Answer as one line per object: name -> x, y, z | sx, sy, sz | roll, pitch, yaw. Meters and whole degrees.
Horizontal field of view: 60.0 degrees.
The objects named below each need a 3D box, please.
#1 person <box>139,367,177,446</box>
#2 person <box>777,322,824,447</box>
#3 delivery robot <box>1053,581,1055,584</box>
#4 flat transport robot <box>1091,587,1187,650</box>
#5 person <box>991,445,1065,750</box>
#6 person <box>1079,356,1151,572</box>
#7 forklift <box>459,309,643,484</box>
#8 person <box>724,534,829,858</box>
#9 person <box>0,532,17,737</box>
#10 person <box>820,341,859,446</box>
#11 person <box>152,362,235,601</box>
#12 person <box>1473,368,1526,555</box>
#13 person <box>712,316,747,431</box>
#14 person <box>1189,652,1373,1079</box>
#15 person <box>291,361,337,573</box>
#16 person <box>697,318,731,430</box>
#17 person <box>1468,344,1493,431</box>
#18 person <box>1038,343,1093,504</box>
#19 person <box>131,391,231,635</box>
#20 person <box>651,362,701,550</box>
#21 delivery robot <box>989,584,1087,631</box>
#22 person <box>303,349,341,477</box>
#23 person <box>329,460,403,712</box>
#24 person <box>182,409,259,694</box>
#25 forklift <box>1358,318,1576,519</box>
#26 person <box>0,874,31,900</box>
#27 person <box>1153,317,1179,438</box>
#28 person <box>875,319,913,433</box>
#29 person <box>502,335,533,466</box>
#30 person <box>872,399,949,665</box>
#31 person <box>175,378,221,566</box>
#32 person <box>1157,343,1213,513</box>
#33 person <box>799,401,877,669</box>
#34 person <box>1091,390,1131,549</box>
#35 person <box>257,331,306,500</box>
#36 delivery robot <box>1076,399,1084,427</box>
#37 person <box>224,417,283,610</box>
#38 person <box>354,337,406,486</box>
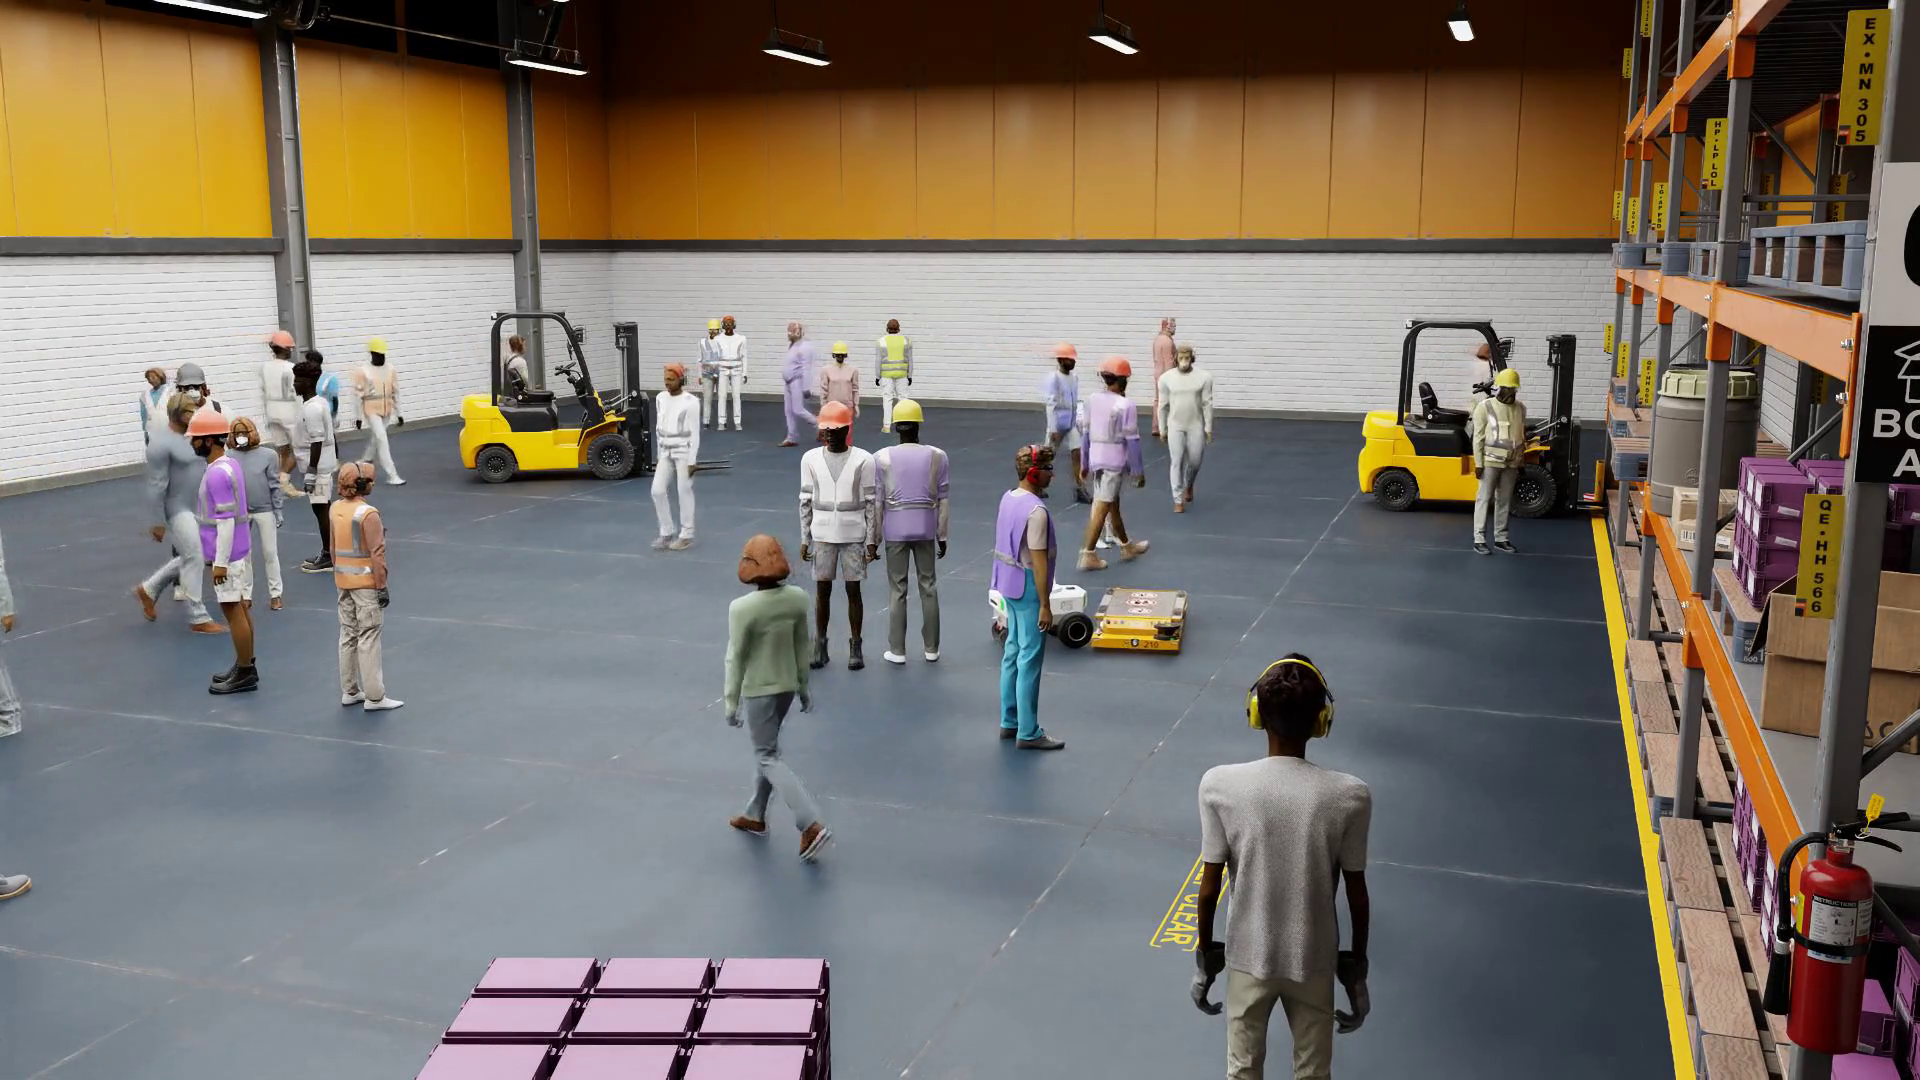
person -> -9.333, -1.237, 19.551 | 0.530, 1.622, 0.580 | 0, 10, 2
person -> -2.405, -2.338, 25.021 | 0.664, 1.888, 0.650 | -5, 11, -28
delivery robot -> 0.576, 0.363, 13.297 | 0.477, 0.478, 0.707 | 0, 10, 0
flat transport robot -> 1.424, 0.599, 13.030 | 0.652, 0.197, 1.431 | 2, 10, 10
person -> 0.395, 0.341, 10.044 | 0.375, 1.843, 0.575 | -3, 11, -19
person -> 1.500, -0.720, 15.600 | 1.021, 1.990, 0.631 | -8, 13, -38
forklift -> -5.354, -1.902, 21.697 | 2.313, 2.155, 1.214 | -2, 10, -13
person -> -0.923, 0.769, 8.319 | 0.765, 1.608, 0.505 | 9, 13, 40
person -> -5.985, 0.436, 9.894 | 0.503, 1.711, 0.815 | 4, 11, 19
person -> -1.598, -1.771, 22.173 | 0.533, 1.765, 0.330 | -2, 10, -12
person -> -6.522, -0.504, 14.259 | 0.674, 2.000, 0.535 | -6, 11, -28
person -> 5.318, -0.773, 16.361 | 0.586, 1.833, 0.404 | -3, 11, -19
person -> -3.762, -2.725, 27.212 | 0.574, 1.882, 0.358 | -2, 10, -9
person -> 0.939, 1.251, 4.874 | 0.528, 1.866, 0.323 | 2, 10, 10
person -> -5.999, -0.683, 15.475 | 0.367, 1.967, 0.602 | -2, 10, -14
person -> -4.016, -2.712, 27.275 | 0.587, 1.835, 0.404 | -1, 10, -4
person -> 7.645, -2.055, 24.216 | 0.704, 1.599, 0.522 | -2, 10, -14
person -> 1.186, -1.391, 19.679 | 0.554, 1.898, 0.995 | -10, 14, -44
person -> -6.142, -0.212, 12.986 | 0.805, 1.910, 0.648 | 1, 10, 5
person -> -2.853, -0.813, 16.455 | 0.616, 1.872, 0.547 | 7, 12, 34
delivery robot -> 0.588, 0.483, 12.622 | 0.707, 0.478, 0.477 | -3, 11, -15
person -> -8.446, -1.684, 21.970 | 0.559, 1.697, 0.490 | 0, 10, 1
person -> -3.907, 0.301, 10.854 | 0.524, 1.639, 0.308 | 8, 13, 37
person -> -5.011, 0.078, 11.271 | 0.376, 1.935, 0.550 | -3, 11, -17
forklift -> 5.787, -1.437, 19.079 | 2.313, 2.155, 1.214 | 3, 11, 19
person -> -4.662, 0.695, 7.633 | 0.612, 1.995, 0.376 | 5, 11, 25
person -> 3.263, -2.561, 26.221 | 0.403, 1.906, 0.651 | -2, 10, -9
person -> -1.073, -2.650, 26.907 | 0.629, 1.842, 0.429 | -2, 10, -13
person -> -5.996, -1.912, 22.862 | 0.974, 1.792, 0.517 | -7, 12, -34
person -> -0.374, -0.053, 12.049 | 0.589, 1.924, 0.383 | -2, 10, -12
person -> -7.103, -0.644, 15.426 | 0.410, 1.909, 0.642 | 5, 11, 25
person -> 2.561, -1.289, 18.995 | 0.639, 1.926, 0.606 | 1, 10, 3
person -> -0.872, -0.027, 11.865 | 0.552, 1.935, 0.370 | 1, 10, 4
person -> 1.518, -0.739, 16.718 | 0.518, 1.636, 0.312 | -9, 14, -43
person -> -8.010, -1.457, 19.680 | 0.606, 2.028, 0.501 | 4, 11, 20
delivery robot -> 1.927, -2.018, 26.704 | 0.477, 0.478, 0.707 | -5, 11, -27
person -> -5.878, -0.213, 13.792 | 0.503, 1.627, 0.290 | -3, 10, -15
person -> -7.424, -1.644, 21.139 | 0.974, 1.885, 0.582 | 6, 12, 31
